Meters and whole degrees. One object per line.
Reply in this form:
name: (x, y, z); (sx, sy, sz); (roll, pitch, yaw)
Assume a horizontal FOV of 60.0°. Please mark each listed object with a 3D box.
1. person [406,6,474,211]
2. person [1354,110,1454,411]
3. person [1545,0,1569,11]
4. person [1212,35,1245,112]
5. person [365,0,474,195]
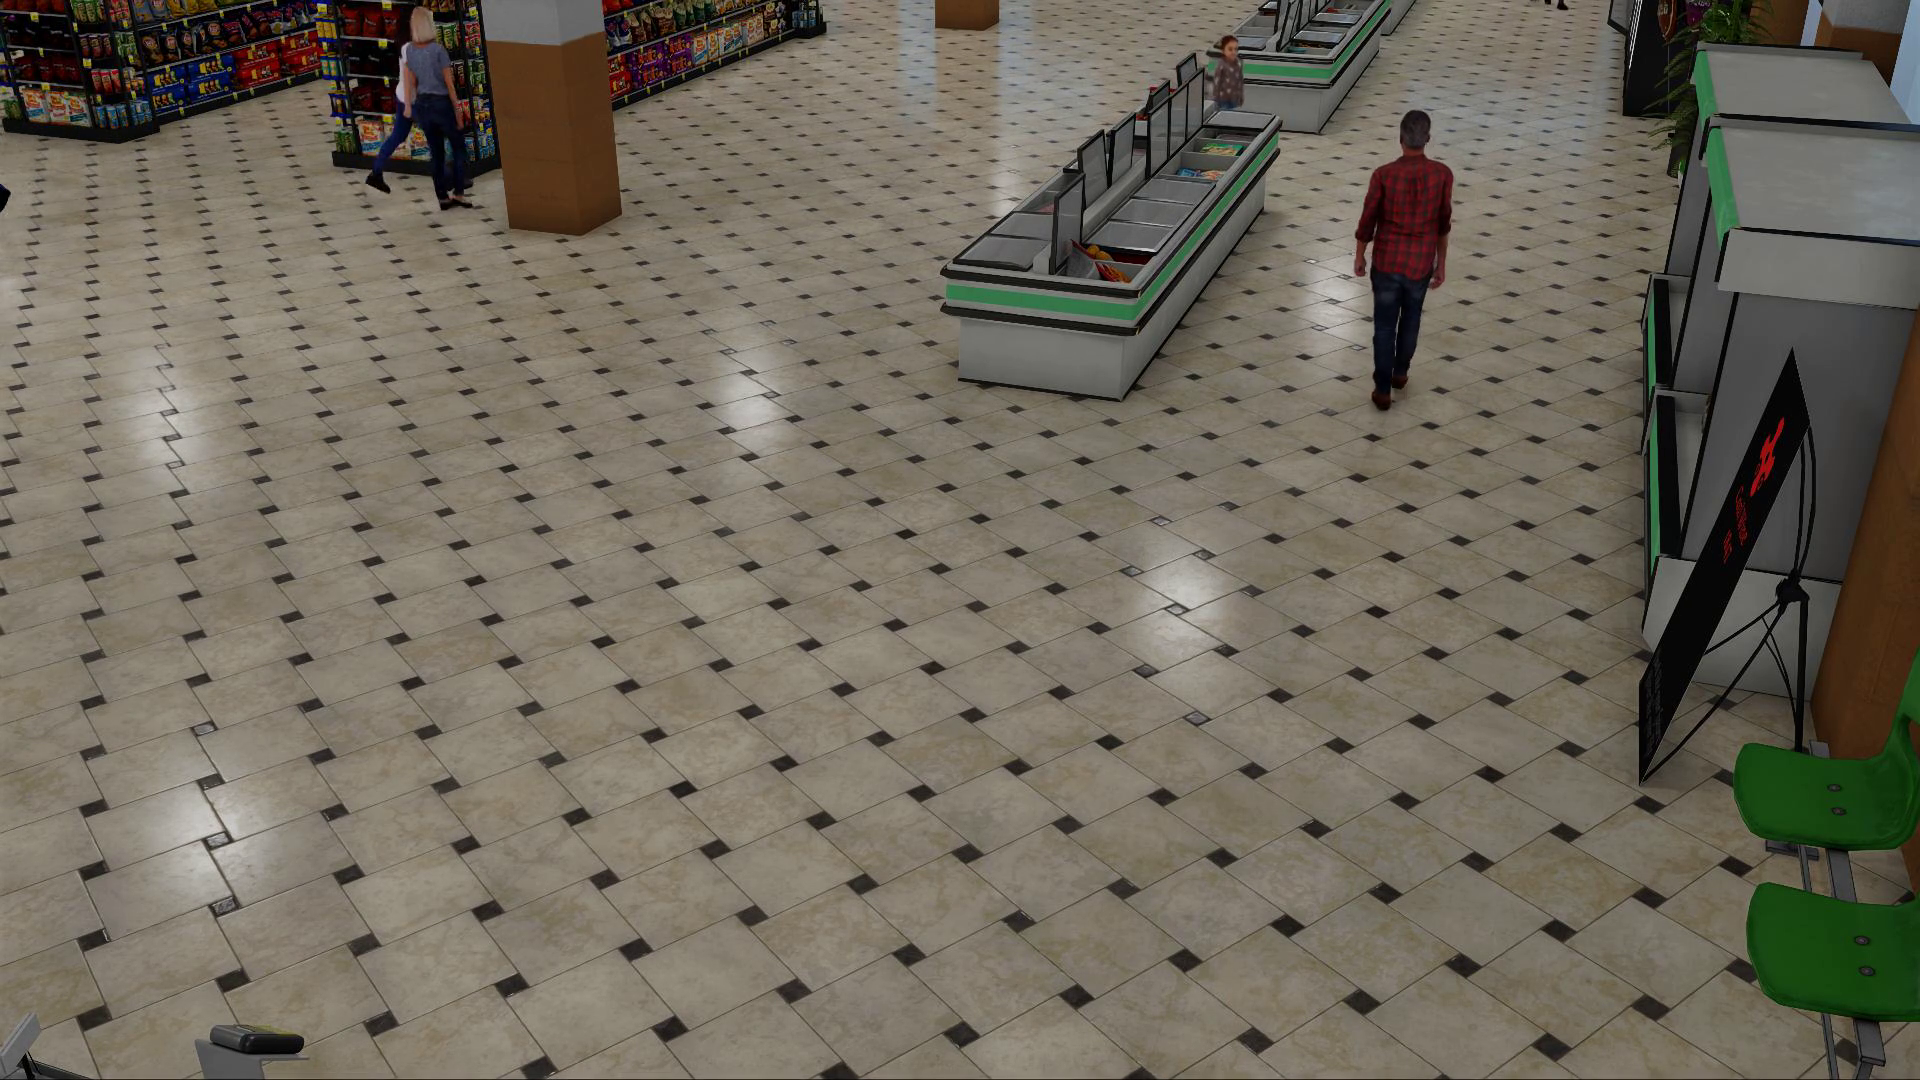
person: (-4.517, -3.654, 14.219); (0.612, 1.711, 0.523); (10, 29, 19)
person: (2.732, -1.673, 10.204); (0.838, 1.810, 0.915); (2, 27, 3)
person: (8.608, -8.334, 23.717); (0.732, 1.468, 0.786); (-6, 28, -12)
person: (2.548, -4.243, 15.960); (0.653, 1.187, 0.717); (-10, 28, -19)
person: (-4.889, -3.801, 14.588); (1.190, 1.640, 1.123); (-14, 30, -25)
